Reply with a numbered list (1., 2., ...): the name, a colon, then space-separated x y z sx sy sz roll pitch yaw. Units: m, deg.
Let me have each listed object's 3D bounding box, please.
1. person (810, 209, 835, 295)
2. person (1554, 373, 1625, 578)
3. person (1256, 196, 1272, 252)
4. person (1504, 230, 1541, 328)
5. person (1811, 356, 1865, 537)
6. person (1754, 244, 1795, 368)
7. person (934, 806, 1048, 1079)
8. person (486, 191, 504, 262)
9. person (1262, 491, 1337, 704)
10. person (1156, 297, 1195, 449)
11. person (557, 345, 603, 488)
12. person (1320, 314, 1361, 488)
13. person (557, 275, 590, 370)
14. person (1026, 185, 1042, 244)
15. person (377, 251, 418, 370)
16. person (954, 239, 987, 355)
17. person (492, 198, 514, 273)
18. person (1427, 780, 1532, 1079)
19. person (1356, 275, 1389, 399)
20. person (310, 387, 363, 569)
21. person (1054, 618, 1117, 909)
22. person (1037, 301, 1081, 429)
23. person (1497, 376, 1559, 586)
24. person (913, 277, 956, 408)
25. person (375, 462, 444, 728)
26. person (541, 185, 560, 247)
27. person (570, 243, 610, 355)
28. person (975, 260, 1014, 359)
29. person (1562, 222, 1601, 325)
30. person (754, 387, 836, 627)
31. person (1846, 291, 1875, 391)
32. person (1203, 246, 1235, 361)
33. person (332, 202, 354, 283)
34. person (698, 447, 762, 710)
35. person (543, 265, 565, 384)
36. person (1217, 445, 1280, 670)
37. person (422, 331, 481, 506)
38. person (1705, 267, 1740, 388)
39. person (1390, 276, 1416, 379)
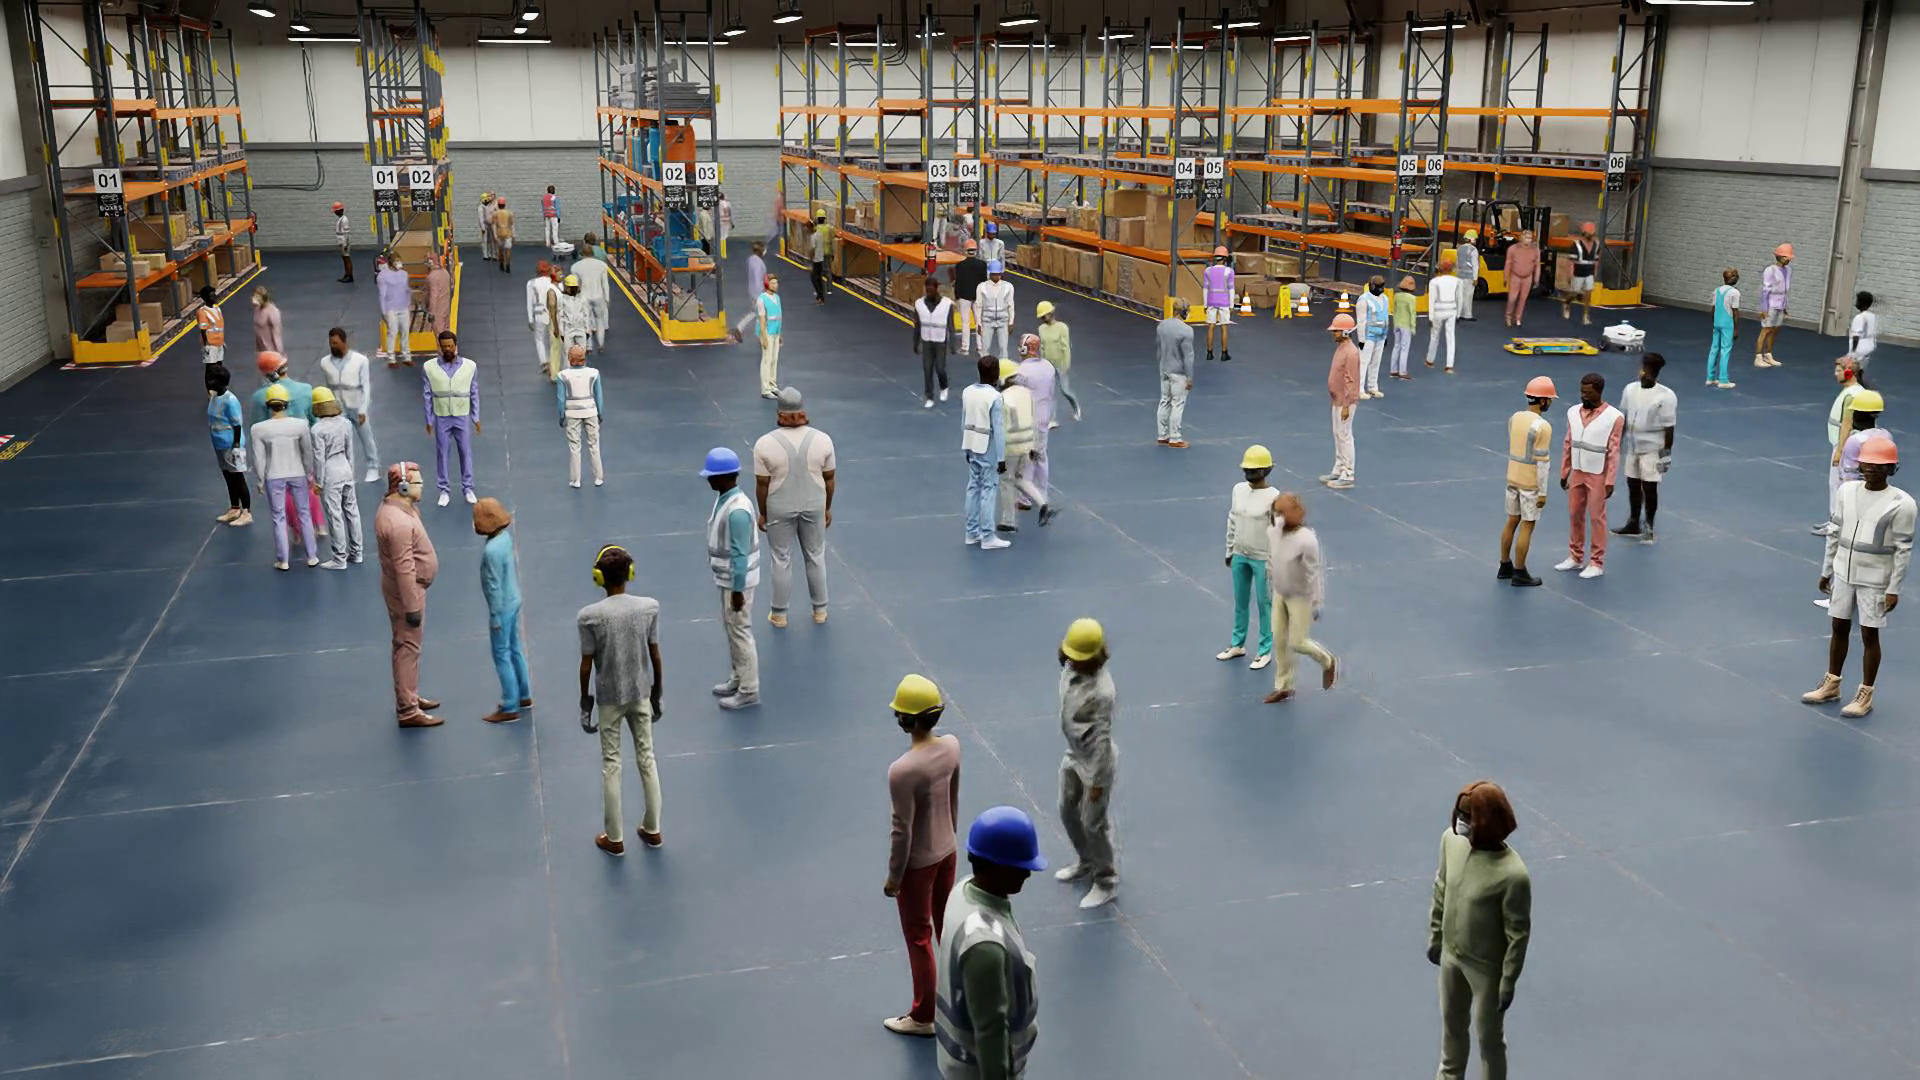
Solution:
1. person: -3.113 -6.489 37.571 0.587 1.928 0.363 -7 16 -23
2. person: 5.872 -0.616 15.515 0.400 1.908 0.599 -9 17 -31
3. person: 8.272 -8.480 45.165 0.511 1.877 0.328 12 19 39
4. person: 10.917 -5.060 32.288 0.668 1.884 0.572 1 15 5
5. person: 8.985 -0.943 16.890 0.395 1.831 0.576 8 17 27
6. person: 13.497 -3.865 27.482 0.615 2.038 0.395 -9 17 -30
7. person: 0.108 1.881 6.052 0.402 1.940 0.602 -2 15 -6
8. person: -12.730 -8.558 45.399 0.403 1.906 0.651 -14 20 -42
9. person: 2.482 0.414 12.192 0.511 1.615 0.507 -9 17 -31
10. person: 2.736 -2.109 21.098 0.378 1.929 0.636 -10 18 -33
11. person: -4.326 -1.405 18.988 0.514 1.642 0.310 -6 16 -20
12. person: 4.371 -1.595 19.054 0.395 1.989 0.619 0 15 -1
13. person: -5.929 -3.205 25.585 0.484 1.738 0.320 -10 18 -34
14. person: 2.314 -9.963 50.884 0.510 1.813 0.847 -11 19 -37
15. person: -9.253 -3.770 27.340 0.398 1.932 0.634 9 17 30
16. person: 0.181 -4.220 28.905 0.623 1.992 0.392 -7 16 -23
17. person: -11.701 -7.814 42.653 0.546 1.888 1.013 -5 16 -17
18. person: 2.167 1.779 7.023 0.277 1.632 0.502 -7 16 -25
19. person: 6.120 -3.004 24.649 0.619 1.836 0.431 -12 19 -38
20. person: -5.941 -0.591 15.747 0.307 1.736 0.484 6 16 22
21. person: 0.691 1.206 9.036 0.451 1.700 0.523 -7 17 -25
22. person: 1.342 -2.385 22.512 0.577 1.719 0.631 11 19 37
23. person: 5.199 -0.534 15.174 0.386 1.930 0.540 -5 16 -17
24. person: -0.358 -2.862 23.993 0.651 1.894 0.530 4 15 14
25. person: -3.892 0.380 11.787 0.395 1.900 0.647 -6 16 -21
26. person: -12.194 -9.662 49.704 0.624 1.835 0.431 7 17 26
27. person: -6.414 -4.171 28.854 0.658 1.931 0.396 -5 16 -19
28. person: 0.542 -3.377 25.856 0.601 1.938 0.420 -1 15 -4
29. person: 12.308 -5.294 32.928 0.617 2.019 0.877 -1 15 -5
30. person: -1.406 -0.287 14.015 0.684 2.000 0.538 -5 16 -16
31. person: 12.916 -2.720 23.851 0.542 1.685 0.398 -12 19 -38
32. person: 4.397 -4.008 28.236 0.542 1.929 0.368 6 16 22
33. person: -14.934 -7.196 40.228 0.366 1.930 0.542 -10 18 -33
34. person: -1.667 0.271 12.127 0.422 1.937 0.612 -4 16 -16
35. person: -6.311 -3.356 25.939 0.373 1.843 0.572 -2 15 -8
36. person: 2.285 0.126 12.987 0.307 1.771 0.522 -13 20 -40
37. person: -5.554 -1.339 18.210 0.588 1.920 0.390 -5 16 -19
38. person: 11.772 -3.261 25.585 0.345 1.847 0.507 -5 16 -19
39. person: 7.056 -3.375 26.439 0.278 1.628 0.502 -6 16 -21
